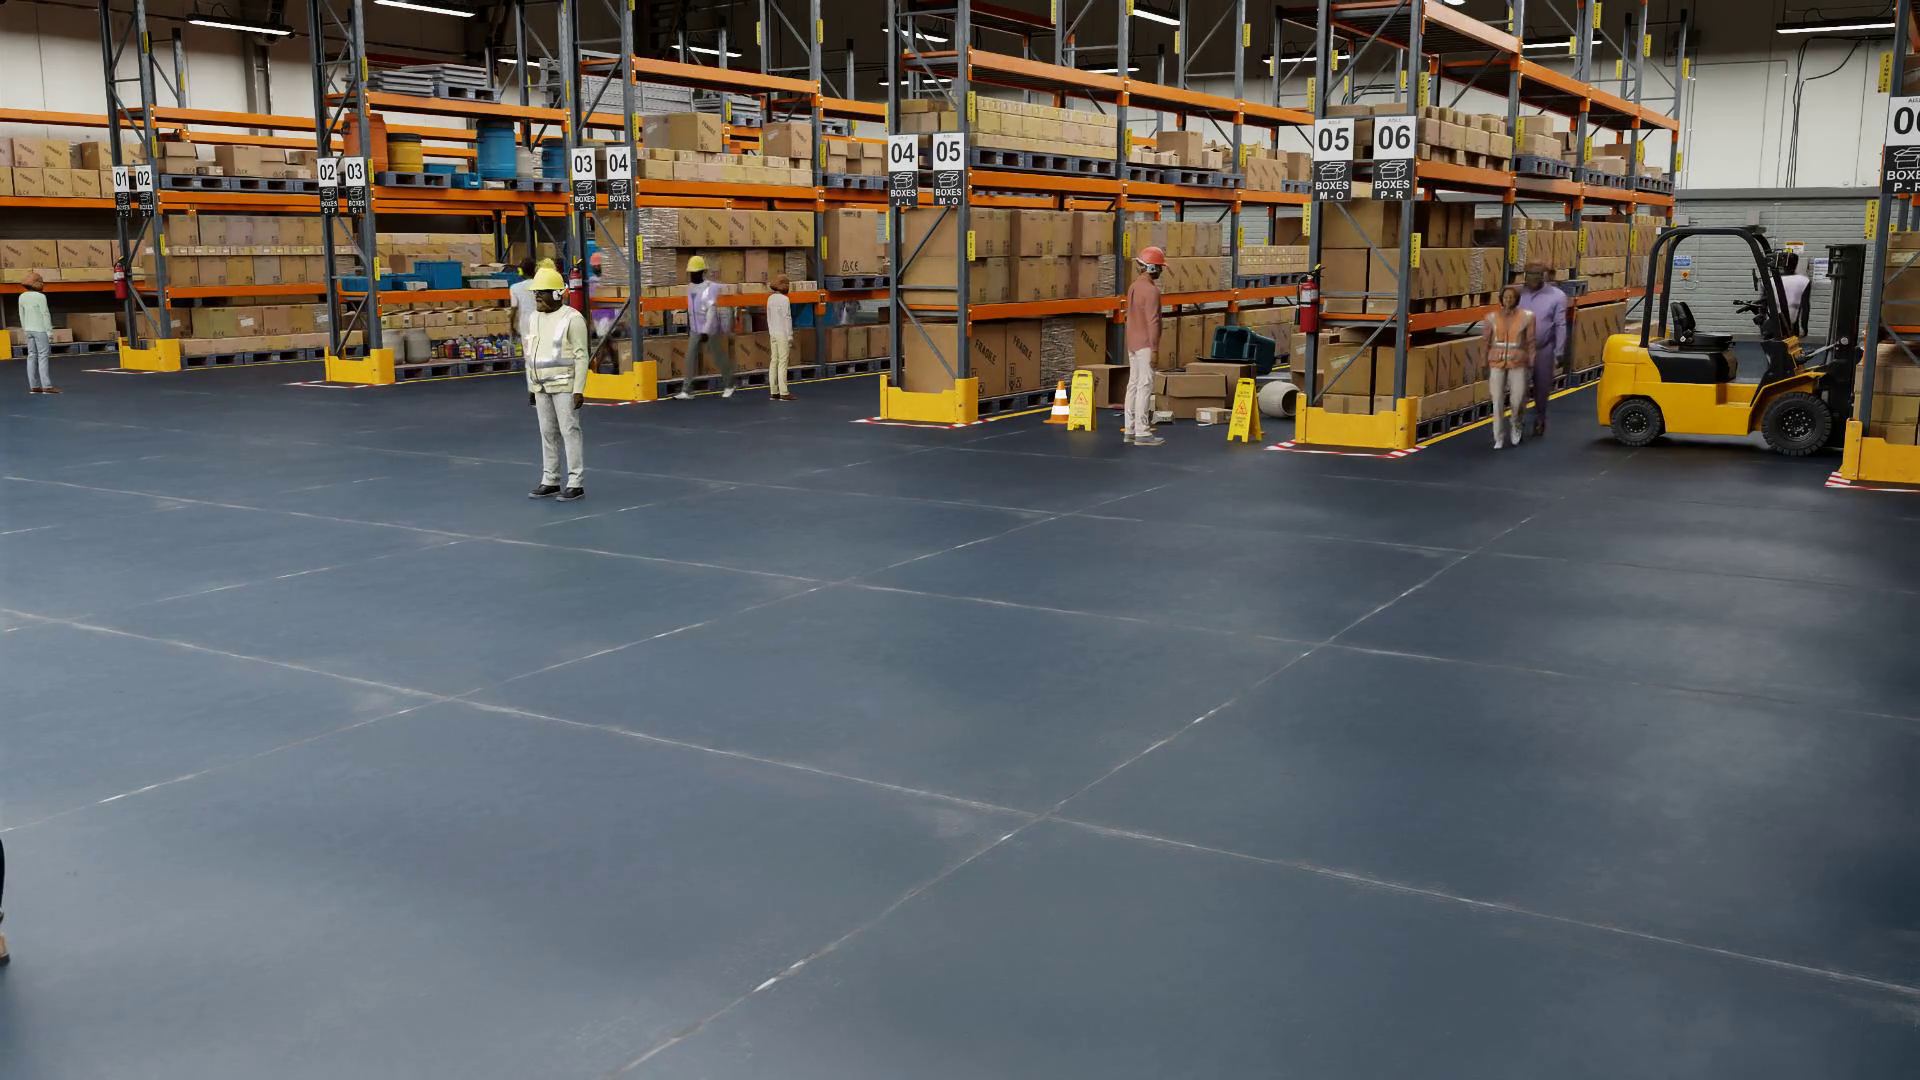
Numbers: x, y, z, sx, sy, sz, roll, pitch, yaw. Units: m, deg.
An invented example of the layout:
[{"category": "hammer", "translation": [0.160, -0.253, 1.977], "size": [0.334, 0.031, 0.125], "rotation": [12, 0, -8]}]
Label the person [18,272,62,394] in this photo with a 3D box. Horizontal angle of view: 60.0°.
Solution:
[{"category": "person", "translation": [-12.438, -2.786, 22.432], "size": [0.498, 1.633, 0.280], "rotation": [4, 11, 22]}]

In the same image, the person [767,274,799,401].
[{"category": "person", "translation": [-2.309, -2.614, 21.471], "size": [0.282, 1.633, 0.499], "rotation": [-8, 13, -36]}]

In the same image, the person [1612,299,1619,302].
[{"category": "person", "translation": [12.257, -4.537, 31.548], "size": [0.657, 1.890, 0.644], "rotation": [-10, 14, -44]}]

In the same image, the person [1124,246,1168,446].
[{"category": "person", "translation": [1.874, -1.947, 16.728], "size": [0.397, 1.991, 0.623], "rotation": [-3, 11, -17]}]

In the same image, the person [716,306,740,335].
[{"category": "person", "translation": [-3.640, -3.441, 25.294], "size": [0.625, 1.931, 0.375], "rotation": [0, 10, 3]}]

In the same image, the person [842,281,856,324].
[{"category": "person", "translation": [-2.118, -4.522, 31.563], "size": [0.620, 1.854, 0.616], "rotation": [-2, 10, -11]}]

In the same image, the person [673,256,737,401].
[{"category": "person", "translation": [-3.310, -2.756, 21.624], "size": [0.587, 1.875, 1.047], "rotation": [7, 12, 34]}]

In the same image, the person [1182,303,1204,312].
[{"category": "person", "translation": [3.938, -3.907, 28.708], "size": [0.539, 1.632, 0.314], "rotation": [1, 10, 4]}]

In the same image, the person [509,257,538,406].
[{"category": "person", "translation": [-5.354, -2.596, 20.778], "size": [0.551, 1.845, 0.575], "rotation": [-4, 11, -23]}]

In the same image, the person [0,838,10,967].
[{"category": "person", "translation": [-2.748, 0.405, 4.384], "size": [0.322, 1.697, 0.535], "rotation": [-2, 10, -13]}]

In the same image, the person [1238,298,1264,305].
[{"category": "person", "translation": [6.363, -5.408, 36.385], "size": [0.559, 1.890, 0.602], "rotation": [-2, 10, -9]}]

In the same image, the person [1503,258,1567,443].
[{"category": "person", "translation": [5.902, -1.959, 17.138], "size": [0.642, 1.878, 0.907], "rotation": [4, 11, 20]}]

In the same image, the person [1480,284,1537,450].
[{"category": "person", "translation": [5.374, -1.697, 16.332], "size": [0.539, 1.625, 0.363], "rotation": [5, 11, 26]}]

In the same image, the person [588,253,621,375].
[{"category": "person", "translation": [-5.386, -3.378, 25.061], "size": [0.564, 1.889, 1.007], "rotation": [6, 12, 29]}]

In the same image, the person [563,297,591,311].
[{"category": "person", "translation": [-6.924, -4.140, 30.150], "size": [0.510, 1.590, 0.873], "rotation": [3, 11, 19]}]

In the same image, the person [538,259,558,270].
[{"category": "person", "translation": [-6.237, -3.396, 25.430], "size": [0.614, 1.781, 0.917], "rotation": [10, 14, 43]}]

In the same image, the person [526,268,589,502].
[{"category": "person", "translation": [-3.190, -1.217, 13.090], "size": [0.600, 1.830, 0.403], "rotation": [7, 12, 34]}]

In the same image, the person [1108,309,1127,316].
[{"category": "person", "translation": [2.520, -3.544, 25.883], "size": [0.565, 1.917, 0.603], "rotation": [6, 12, 31]}]

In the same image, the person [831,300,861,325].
[{"category": "person", "translation": [-2.219, -4.578, 32.249], "size": [0.529, 1.718, 0.925], "rotation": [5, 11, 26]}]

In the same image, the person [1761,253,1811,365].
[{"category": "person", "translation": [11.304, -2.972, 22.774], "size": [0.624, 1.876, 0.938], "rotation": [7, 12, 34]}]
